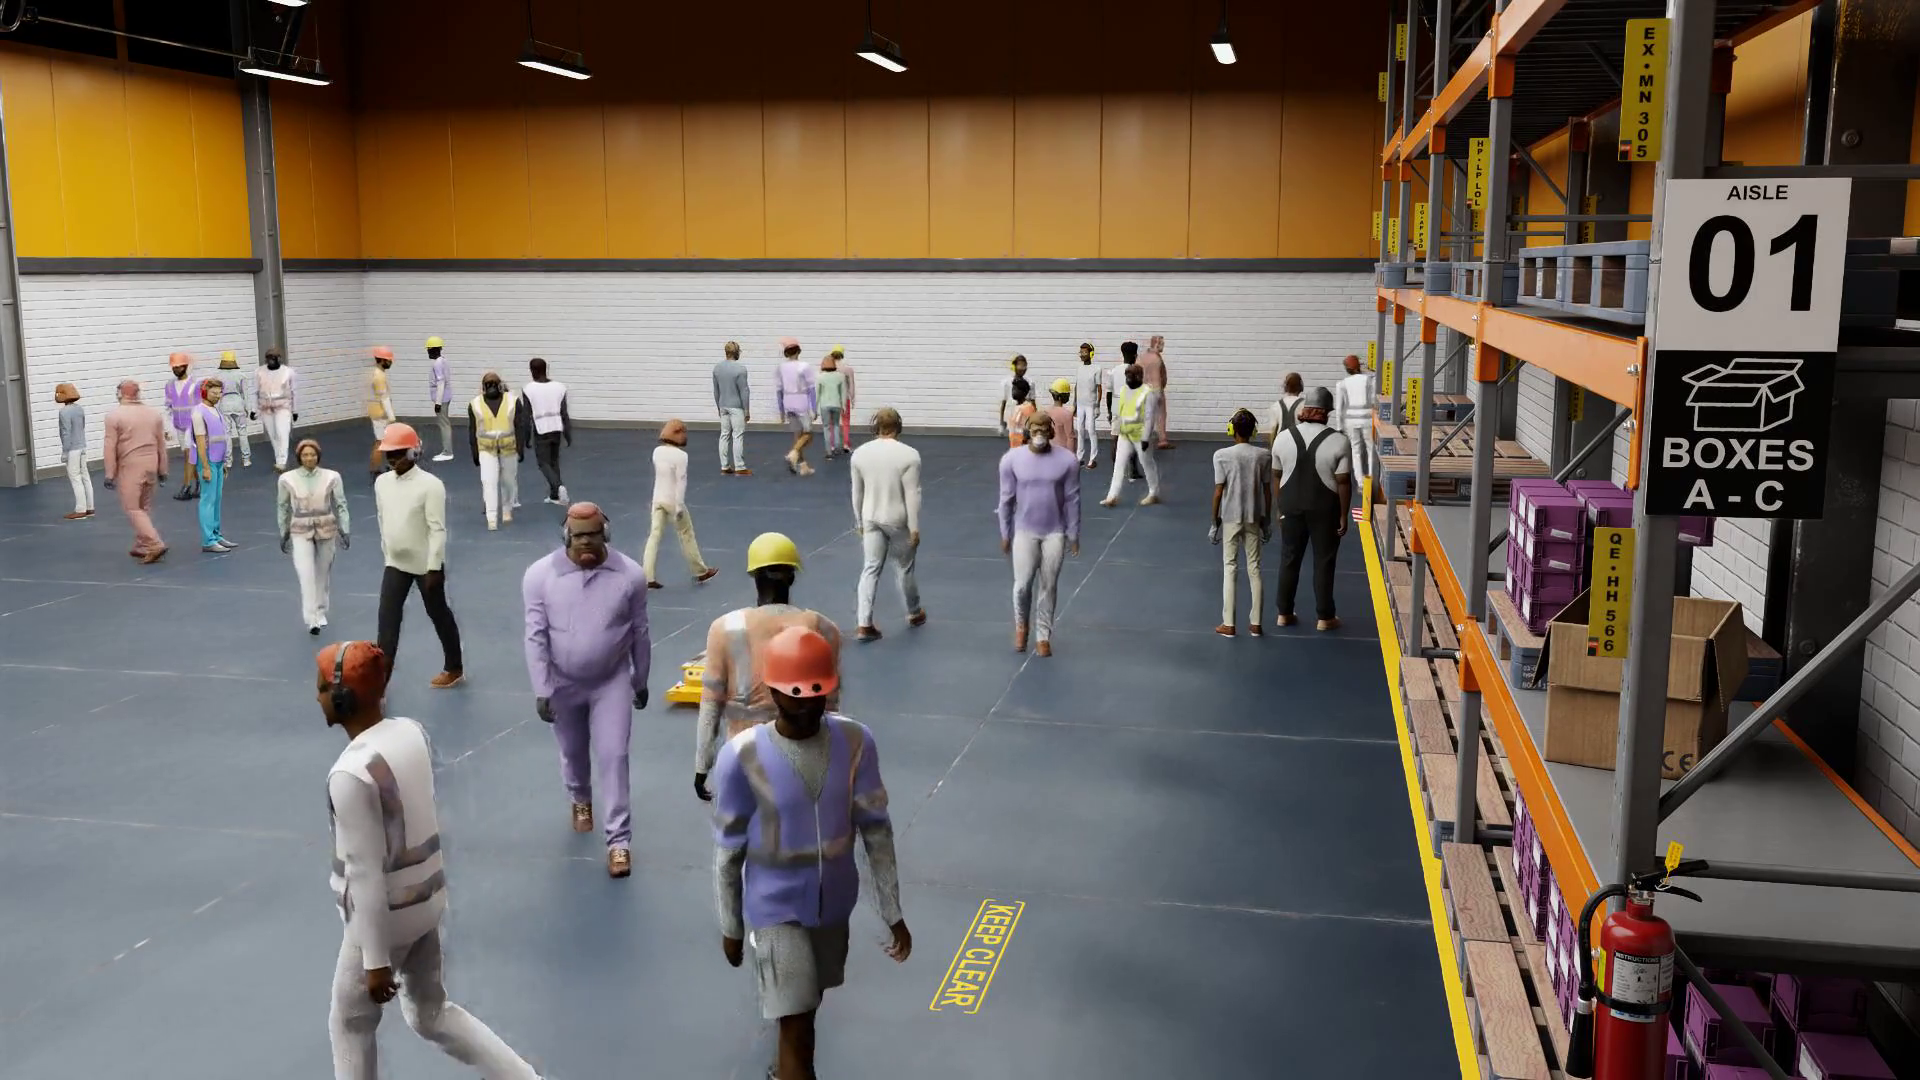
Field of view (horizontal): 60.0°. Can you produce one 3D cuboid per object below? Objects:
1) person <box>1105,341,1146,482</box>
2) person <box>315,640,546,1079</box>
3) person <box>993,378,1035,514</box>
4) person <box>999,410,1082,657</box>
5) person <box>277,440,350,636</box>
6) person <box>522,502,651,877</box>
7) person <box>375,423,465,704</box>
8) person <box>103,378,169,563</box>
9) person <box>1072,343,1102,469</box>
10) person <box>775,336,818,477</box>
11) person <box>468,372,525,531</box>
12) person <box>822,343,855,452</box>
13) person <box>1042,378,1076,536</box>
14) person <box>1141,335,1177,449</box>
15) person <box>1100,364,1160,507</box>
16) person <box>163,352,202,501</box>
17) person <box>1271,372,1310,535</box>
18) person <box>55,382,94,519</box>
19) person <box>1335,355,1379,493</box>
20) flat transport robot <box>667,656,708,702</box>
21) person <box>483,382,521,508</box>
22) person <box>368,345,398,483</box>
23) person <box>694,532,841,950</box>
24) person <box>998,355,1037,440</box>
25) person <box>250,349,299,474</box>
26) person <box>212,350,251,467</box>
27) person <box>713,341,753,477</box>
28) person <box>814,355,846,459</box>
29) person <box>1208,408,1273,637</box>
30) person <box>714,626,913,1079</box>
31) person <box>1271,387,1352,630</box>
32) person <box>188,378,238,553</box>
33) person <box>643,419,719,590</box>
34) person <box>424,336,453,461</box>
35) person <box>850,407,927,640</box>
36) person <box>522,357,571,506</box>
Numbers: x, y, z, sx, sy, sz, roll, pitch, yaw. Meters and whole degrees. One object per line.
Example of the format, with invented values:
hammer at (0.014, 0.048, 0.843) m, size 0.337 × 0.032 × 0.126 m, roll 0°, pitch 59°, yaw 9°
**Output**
person at (2.335, -1.797, 23.268) m, size 0.611 × 1.962 × 0.364 m, roll 6°, pitch 11°, yaw 31°
person at (-1.772, 1.224, 5.430) m, size 0.859 × 1.852 × 0.586 m, roll 1°, pitch 9°, yaw 6°
person at (0.830, -1.139, 20.207) m, size 0.773 × 1.669 × 0.533 m, roll -4°, pitch 10°, yaw -22°
person at (0.624, -0.040, 12.823) m, size 0.630 × 1.925 × 0.434 m, roll -1°, pitch 9°, yaw -4°
person at (-5.303, -0.026, 13.688) m, size 0.541 × 1.587 × 0.848 m, roll -5°, pitch 11°, yaw -27°
person at (-1.908, 0.703, 8.561) m, size 0.627 × 1.855 × 1.013 m, roll -2°, pitch 10°, yaw -11°
person at (-3.838, 0.154, 11.595) m, size 0.641 × 1.939 × 1.017 m, roll 4°, pitch 10°, yaw 22°
person at (-8.410, -0.714, 17.030) m, size 0.693 × 1.880 × 0.674 m, roll 3°, pitch 10°, yaw 20°
person at (1.872, -1.994, 24.743) m, size 0.509 × 1.872 × 0.329 m, roll 8°, pitch 12°, yaw 40°
person at (-2.360, -1.883, 23.650) m, size 0.653 × 2.008 × 0.619 m, roll 5°, pitch 11°, yaw 29°
person at (-5.357, -1.051, 19.266) m, size 0.624 × 1.809 × 0.887 m, roll -3°, pitch 10°, yaw -16°
person at (-1.964, -2.282, 26.839) m, size 0.526 × 1.779 × 0.331 m, roll 0°, pitch 9°, yaw 0°
person at (1.113, -0.922, 18.597) m, size 0.312 × 1.768 × 0.530 m, roll -8°, pitch 12°, yaw -38°
person at (3.162, -2.428, 27.296) m, size 0.738 × 1.888 × 0.680 m, roll -3°, pitch 10°, yaw -16°
person at (2.183, -1.299, 20.798) m, size 0.954 × 1.793 × 0.646 m, roll -8°, pitch 13°, yaw -41°
person at (-10.001, -1.450, 21.339) m, size 0.581 × 1.905 × 0.875 m, roll 2°, pitch 10°, yaw 13°
person at (3.749, -0.960, 18.618) m, size 0.564 × 1.836 × 0.420 m, roll 7°, pitch 11°, yaw 35°
person at (-10.582, -1.064, 19.847) m, size 0.266 × 1.631 × 0.507 m, roll -1°, pitch 9°, yaw -4°
person at (5.300, -1.529, 22.050) m, size 0.681 × 1.836 × 0.338 m, roll 4°, pitch 10°, yaw 22°
flat transport robot at (-1.548, 0.914, 12.029) m, size 0.652 × 0.197 × 1.431 m, roll 2°, pitch 10°, yaw 11°
person at (-5.671, -1.143, 20.427) m, size 0.512 × 1.611 × 0.744 m, roll 1°, pitch 9°, yaw 7°
person at (-7.897, -1.729, 23.012) m, size 0.604 × 1.916 × 0.555 m, roll -3°, pitch 10°, yaw -17°
person at (-0.783, 0.933, 7.050) m, size 0.652 × 1.889 × 0.694 m, roll -4°, pitch 10°, yaw -24°
person at (0.808, -1.582, 22.426) m, size 0.540 × 1.826 × 0.962 m, roll -5°, pitch 11°, yaw -29°
person at (-9.992, -1.866, 24.182) m, size 0.631 × 1.798 × 0.939 m, roll -1°, pitch 9°, yaw -4°
person at (-10.938, -1.969, 24.972) m, size 0.488 × 1.743 × 0.321 m, roll -5°, pitch 11°, yaw -26°
person at (-3.250, -1.872, 23.803) m, size 0.630 × 1.940 × 0.372 m, roll 6°, pitch 11°, yaw 34°
person at (-2.045, -2.069, 25.913) m, size 0.520 × 1.618 × 0.426 m, roll -4°, pitch 10°, yaw -20°
person at (2.285, -0.137, 13.555) m, size 0.521 × 1.870 × 0.319 m, roll -1°, pitch 9°, yaw -6°
person at (-0.469, 1.207, 5.387) m, size 0.569 × 1.883 × 0.981 m, roll -5°, pitch 11°, yaw -29°
person at (2.956, -0.277, 13.885) m, size 0.679 × 2.000 × 0.535 m, roll 5°, pitch 11°, yaw 29°
person at (-7.930, -0.791, 17.590) m, size 0.388 × 1.837 × 0.564 m, roll -1°, pitch 10°, yaw -8°
person at (-2.678, -0.337, 15.605) m, size 0.509 × 1.584 × 0.844 m, roll 7°, pitch 12°, yaw 37°
person at (-8.050, -2.183, 25.706) m, size 0.387 × 1.926 × 0.591 m, roll -2°, pitch 10°, yaw -10°
person at (-0.596, -0.137, 13.559) m, size 0.646 × 1.889 × 1.023 m, roll 4°, pitch 10°, yaw 22°
person at (-5.110, -1.336, 20.755) m, size 0.623 × 1.886 × 0.775 m, roll -8°, pitch 13°, yaw -42°
